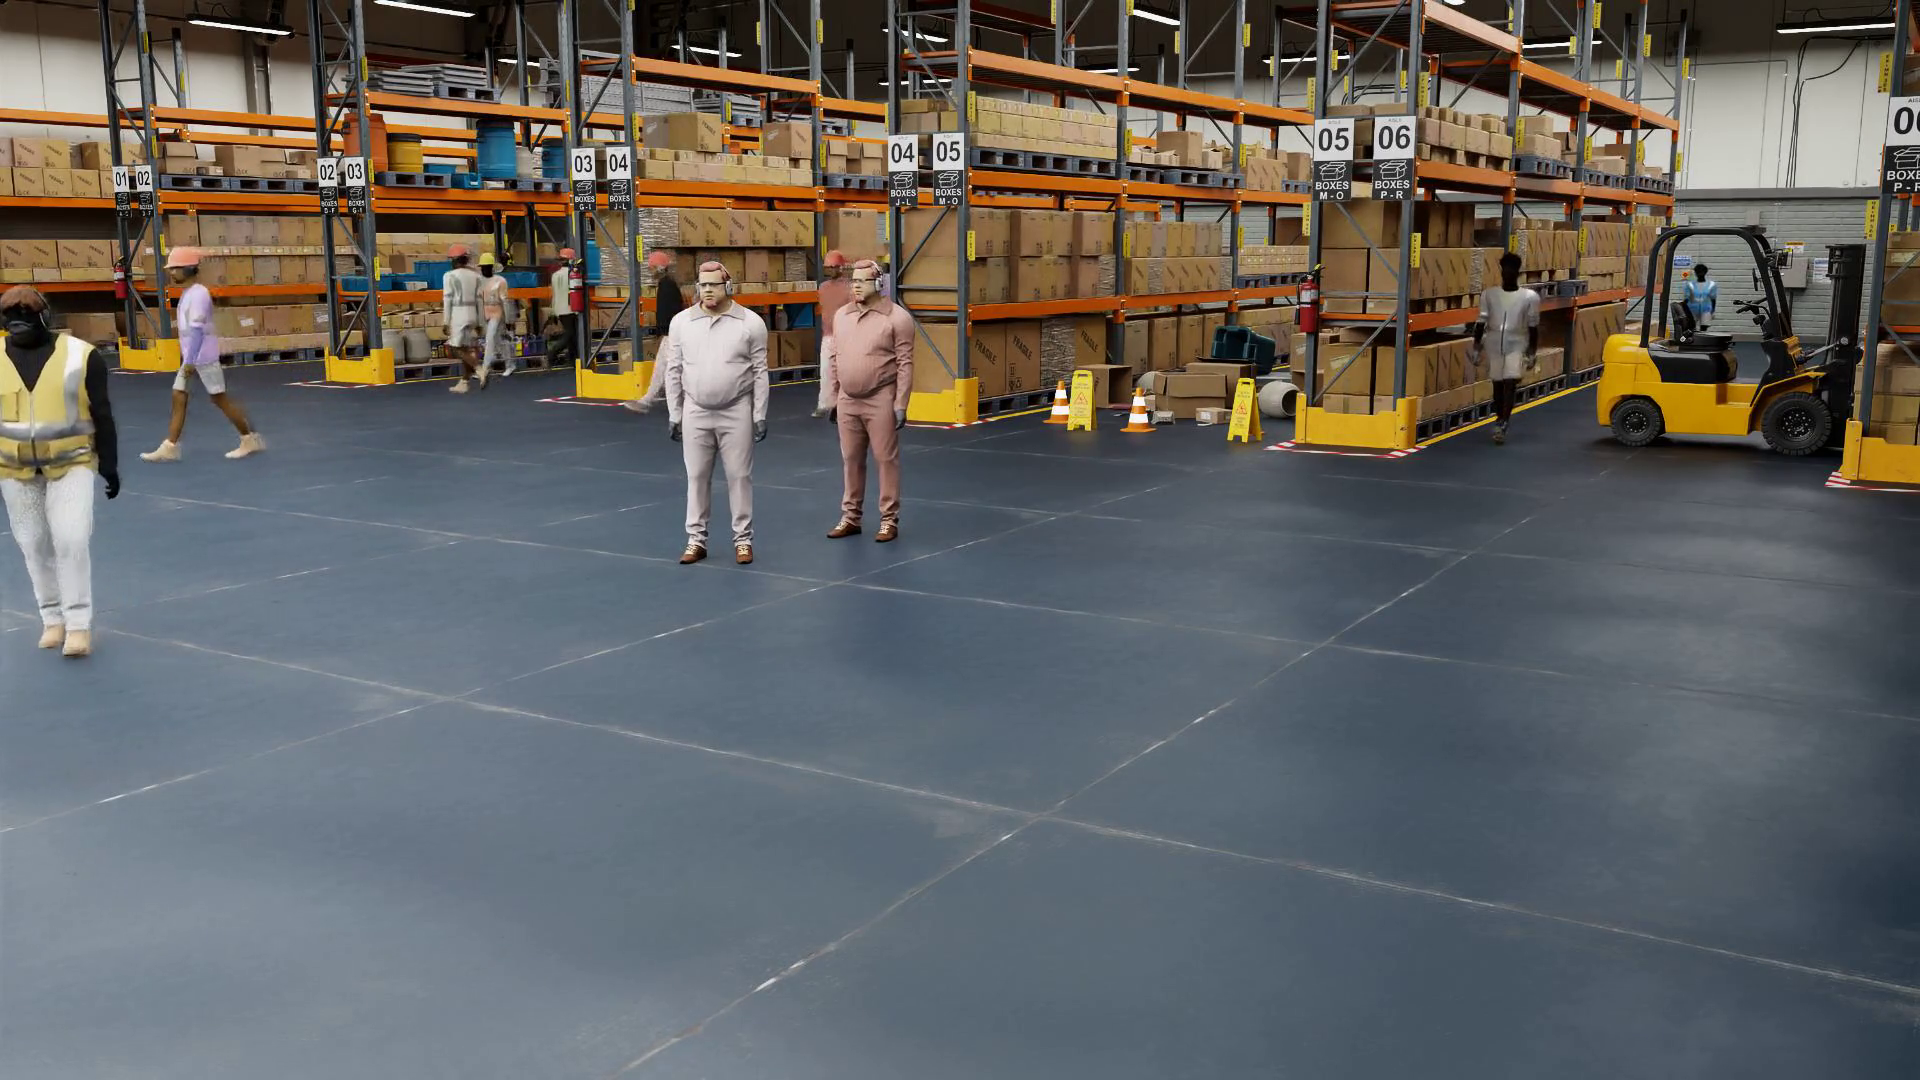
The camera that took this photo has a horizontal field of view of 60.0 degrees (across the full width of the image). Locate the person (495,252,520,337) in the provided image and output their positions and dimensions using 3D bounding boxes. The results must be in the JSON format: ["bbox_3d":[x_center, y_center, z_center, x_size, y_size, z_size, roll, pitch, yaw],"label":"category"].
[{"bbox_3d":[-7.737,-3.978,28.453,0.514,1.871,0.327,5,11,28],"label":"person"}]

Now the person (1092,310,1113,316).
[{"bbox_3d":[2.634,-4.177,29.422,0.564,1.915,0.511,6,12,29],"label":"person"}]

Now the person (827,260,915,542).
[{"bbox_3d":[-0.634,-0.935,11.324,0.637,1.903,0.406,5,11,27],"label":"person"}]

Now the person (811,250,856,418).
[{"bbox_3d":[-1.375,-2.424,19.527,0.616,1.955,1.005,6,12,31],"label":"person"}]

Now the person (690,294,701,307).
[{"bbox_3d":[-3.117,-2.526,20.792,0.536,1.700,0.318,5,11,27],"label":"person"}]

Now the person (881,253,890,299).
[{"bbox_3d":[-1.054,-3.373,25.026,0.601,1.890,0.955,6,12,32],"label":"person"}]

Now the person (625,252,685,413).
[{"bbox_3d":[-3.461,-2.478,19.914,1.093,1.933,0.622,-3,10,-15],"label":"person"}]

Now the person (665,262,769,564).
[{"bbox_3d":[-1.534,-0.791,10.496,0.654,1.906,0.408,0,10,1],"label":"person"}]

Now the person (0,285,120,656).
[{"bbox_3d":[-4.511,-0.324,8.143,0.656,1.811,0.752,-3,11,-16],"label":"person"}]

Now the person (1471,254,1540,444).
[{"bbox_3d":[5.558,-1.950,16.981,0.612,1.907,1.047,6,12,31],"label":"person"}]

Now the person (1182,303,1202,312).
[{"bbox_3d":[4.323,-4.500,31.558,0.672,1.807,0.524,8,13,39],"label":"person"}]

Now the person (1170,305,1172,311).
[{"bbox_3d":[4.537,-5.255,35.509,0.931,1.913,0.630,7,12,33],"label":"person"}]

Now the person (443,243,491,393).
[{"bbox_3d":[-6.605,-2.947,22.246,0.732,2.028,0.625,5,11,28],"label":"person"}]

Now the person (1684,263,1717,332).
[{"bbox_3d":[13.036,-4.033,29.304,0.546,1.680,0.467,4,11,24],"label":"person"}]

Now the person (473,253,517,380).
[{"bbox_3d":[-7.018,-3.378,25.053,0.583,1.887,0.977,6,12,31],"label":"person"}]

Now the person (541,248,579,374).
[{"bbox_3d":[-6.088,-3.499,25.533,0.649,1.961,0.849,9,13,41],"label":"person"}]

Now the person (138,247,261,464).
[{"bbox_3d":[-7.034,-1.699,15.360,1.055,1.992,0.632,-8,13,-39],"label":"person"}]

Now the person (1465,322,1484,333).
[{"bbox_3d":[10.216,-4.915,33.217,0.717,2.000,0.542,-8,13,-38],"label":"person"}]

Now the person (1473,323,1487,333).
[{"bbox_3d":[10.023,-4.515,31.627,0.966,1.853,0.575,-2,10,-10],"label":"person"}]
